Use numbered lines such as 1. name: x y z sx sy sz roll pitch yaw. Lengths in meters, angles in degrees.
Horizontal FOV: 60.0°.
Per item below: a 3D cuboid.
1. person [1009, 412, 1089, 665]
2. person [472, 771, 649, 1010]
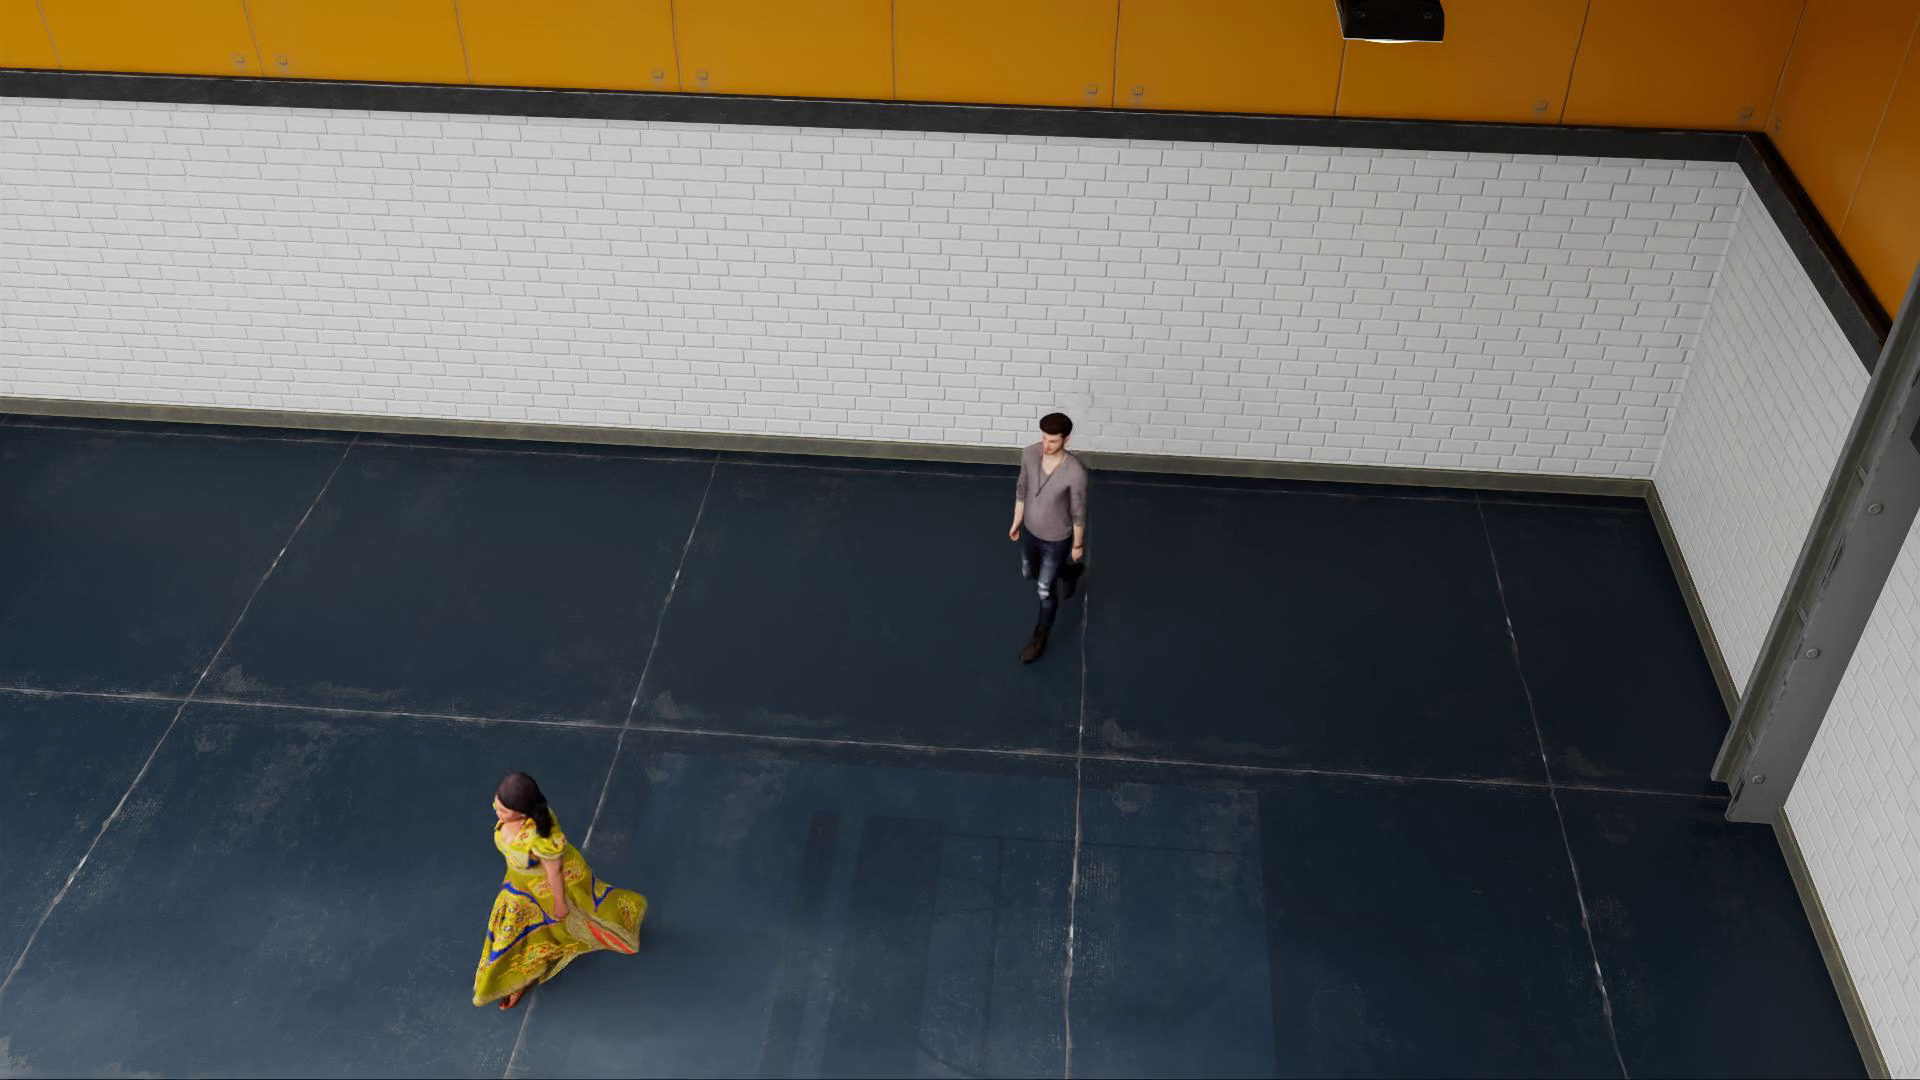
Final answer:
1. person: 0.637 -0.094 11.149 1.067 1.880 1.182 29 47 31
2. person: -2.171 1.792 9.004 1.243 1.611 1.415 31 48 33
